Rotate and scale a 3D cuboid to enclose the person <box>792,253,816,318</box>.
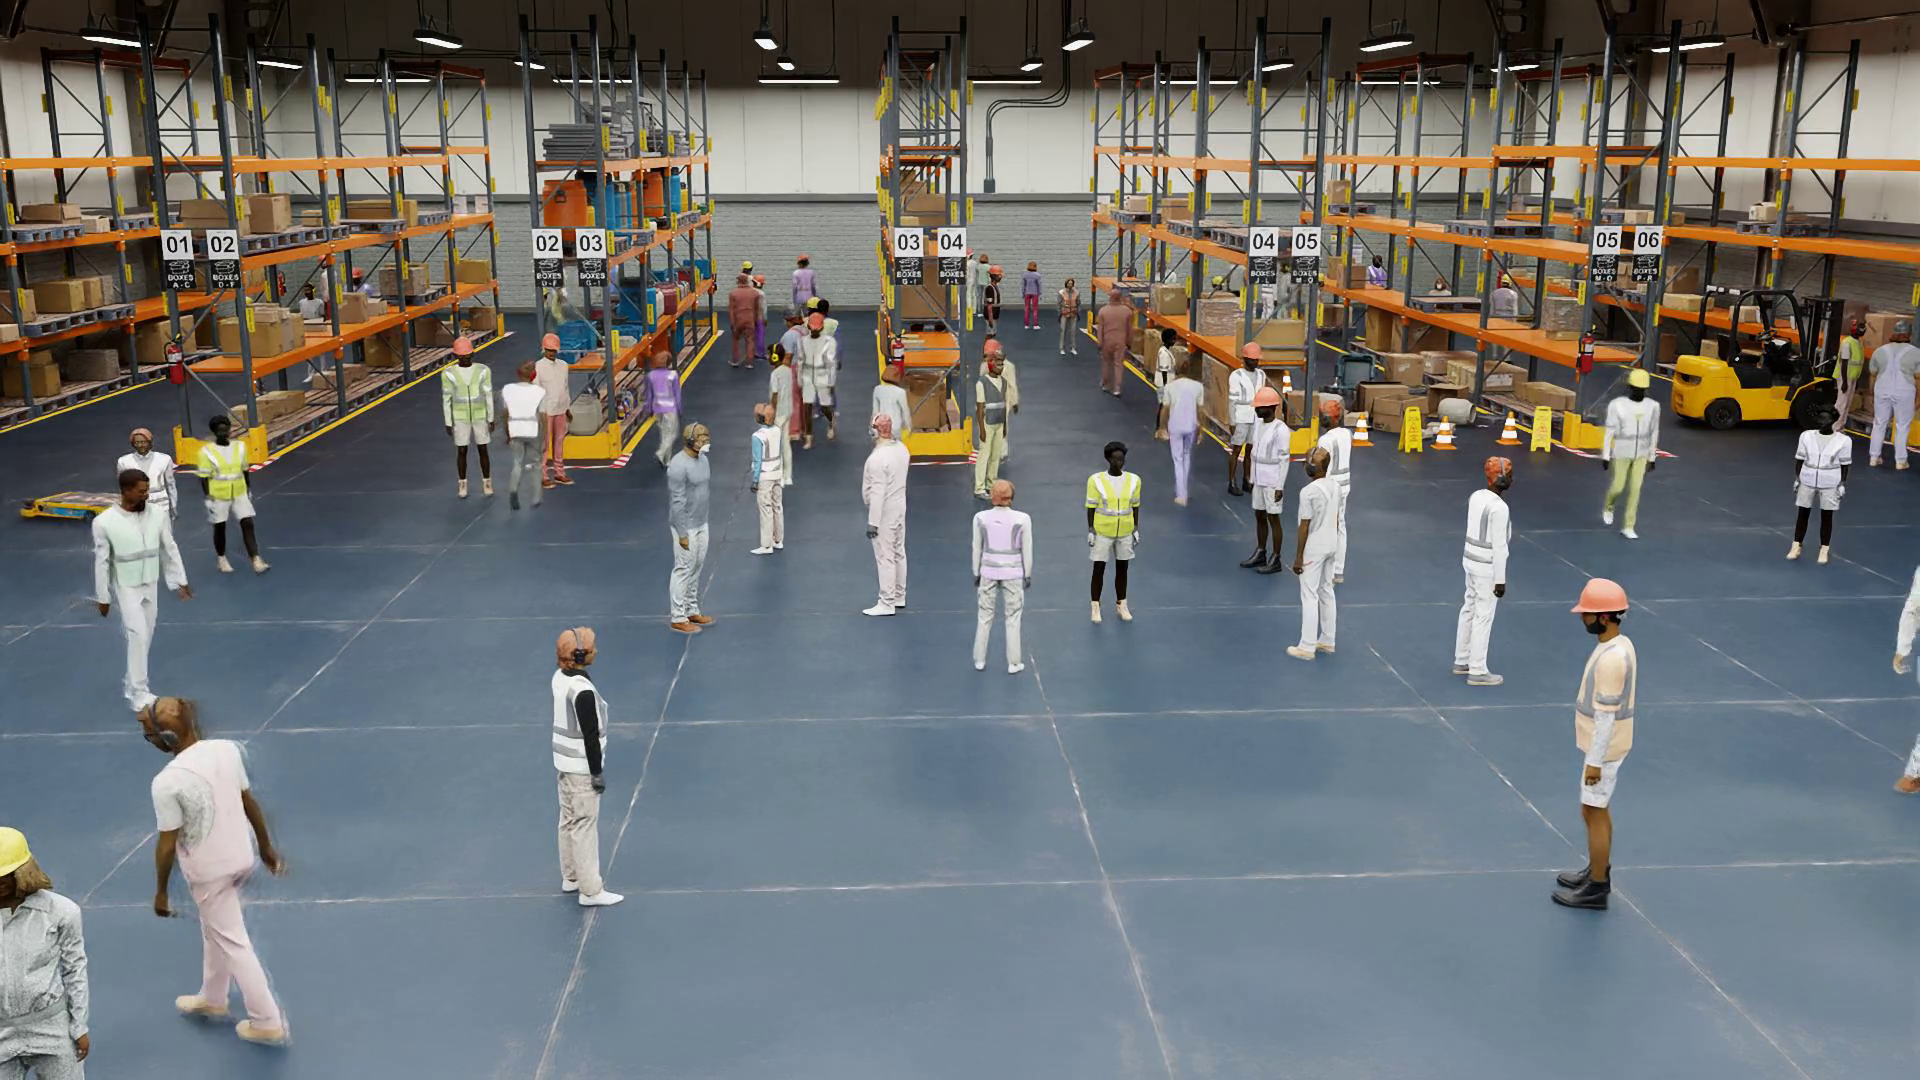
[{"bbox_3d":[-3.489,-5.365,37.058,0.635,2.014,0.429,-10,17,-37],"label":"person"}]

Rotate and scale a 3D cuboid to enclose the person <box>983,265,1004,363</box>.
[{"bbox_3d":[0.679,-4.453,33.149,0.411,2.035,0.607,3,14,12],"label":"person"}]

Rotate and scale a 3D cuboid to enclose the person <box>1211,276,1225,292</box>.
[{"bbox_3d":[5.202,-4.498,33.946,0.362,1.758,0.525,3,14,14],"label":"person"}]

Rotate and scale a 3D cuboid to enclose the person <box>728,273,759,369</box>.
[{"bbox_3d":[-4.342,-4.366,33.121,0.654,1.880,0.802,-6,14,-23],"label":"person"}]

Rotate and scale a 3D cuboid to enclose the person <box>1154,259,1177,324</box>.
[{"bbox_3d":[4.536,-5.388,37.408,0.631,1.899,0.402,7,15,26],"label":"person"}]

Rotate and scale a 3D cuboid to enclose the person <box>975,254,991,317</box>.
[{"bbox_3d":[0.614,-6.580,43.035,0.502,1.629,0.285,10,17,37],"label":"person"}]

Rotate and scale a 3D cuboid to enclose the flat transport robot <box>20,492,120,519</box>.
[{"bbox_3d":[-10.348,-0.401,19.757,1.431,0.197,0.652,4,14,18],"label":"flat transport robot"}]

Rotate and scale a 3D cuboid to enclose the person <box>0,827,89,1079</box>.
[{"bbox_3d":[-3.714,1.959,6.608,0.486,1.744,0.294,-5,14,-20],"label":"person"}]

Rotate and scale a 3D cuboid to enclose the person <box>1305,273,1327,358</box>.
[{"bbox_3d":[7.439,-4.676,34.692,0.360,1.758,0.523,1,13,4],"label":"person"}]

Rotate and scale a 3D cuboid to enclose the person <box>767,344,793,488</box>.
[{"bbox_3d":[-2.335,-1.603,21.456,0.334,1.860,0.530,5,14,20],"label":"person"}]

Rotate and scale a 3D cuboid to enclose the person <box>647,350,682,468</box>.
[{"bbox_3d":[-4.030,-1.761,22.600,0.522,1.620,0.545,6,15,24],"label":"person"}]

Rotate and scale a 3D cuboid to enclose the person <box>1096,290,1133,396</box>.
[{"bbox_3d":[2.734,-3.509,29.537,0.657,1.850,1.021,-1,13,-2],"label":"person"}]

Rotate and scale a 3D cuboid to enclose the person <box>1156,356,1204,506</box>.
[{"bbox_3d":[2.695,-1.361,20.529,0.518,1.808,0.824,-3,14,-13],"label":"person"}]

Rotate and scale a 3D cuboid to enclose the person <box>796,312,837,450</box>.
[{"bbox_3d":[-2.068,-2.339,24.256,0.628,2.014,0.749,3,14,12],"label":"person"}]

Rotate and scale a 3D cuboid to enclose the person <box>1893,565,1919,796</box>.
[{"bbox_3d":[6.712,0.792,11.233,0.730,1.893,0.623,-7,15,-28],"label":"person"}]

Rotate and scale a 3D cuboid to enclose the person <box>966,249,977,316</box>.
[{"bbox_3d":[0.235,-6.677,43.195,0.349,1.743,0.563,7,15,27],"label":"person"}]

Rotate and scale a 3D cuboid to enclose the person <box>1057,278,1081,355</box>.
[{"bbox_3d":[2.303,-4.735,35.213,0.518,1.631,0.316,-3,14,-13],"label":"person"}]

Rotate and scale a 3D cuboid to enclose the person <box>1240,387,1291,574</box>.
[{"bbox_3d":[3.139,-0.614,17.093,0.373,1.933,0.548,-6,14,-23],"label":"person"}]

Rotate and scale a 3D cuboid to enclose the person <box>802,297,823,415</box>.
[{"bbox_3d":[-2.393,-3.010,27.265,0.593,1.924,0.381,11,17,38],"label":"person"}]

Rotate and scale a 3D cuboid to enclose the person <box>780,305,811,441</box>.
[{"bbox_3d":[-2.501,-2.528,24.976,0.536,2.000,0.684,5,14,22],"label":"person"}]

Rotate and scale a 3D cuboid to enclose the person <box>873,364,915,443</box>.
[{"bbox_3d":[-0.859,-1.440,21.271,0.509,1.623,0.364,11,17,38],"label":"person"}]

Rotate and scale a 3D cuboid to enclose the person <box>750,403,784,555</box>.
[{"bbox_3d":[-2.077,-0.662,17.924,0.308,1.645,0.514,6,15,24],"label":"person"}]

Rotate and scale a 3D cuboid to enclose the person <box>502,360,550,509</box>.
[{"bbox_3d":[-5.232,-1.241,20.007,0.603,1.825,0.651,1,13,5],"label":"person"}]

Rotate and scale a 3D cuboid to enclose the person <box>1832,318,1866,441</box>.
[{"bbox_3d":[13.211,-2.378,24.753,0.388,1.847,0.563,12,18,42],"label":"person"}]

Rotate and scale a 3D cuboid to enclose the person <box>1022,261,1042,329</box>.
[{"bbox_3d":[1.737,-5.910,40.177,0.509,1.632,0.269,6,14,23],"label":"person"}]

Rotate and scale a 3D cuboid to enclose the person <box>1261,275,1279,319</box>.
[{"bbox_3d":[7.131,-5.586,38.284,0.358,1.880,0.575,-4,14,-18],"label":"person"}]

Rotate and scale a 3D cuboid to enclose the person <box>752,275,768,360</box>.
[{"bbox_3d":[-4.161,-4.603,34.406,0.561,1.741,0.344,12,18,42],"label":"person"}]

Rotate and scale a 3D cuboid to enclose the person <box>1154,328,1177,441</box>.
[{"bbox_3d":[3.073,-2.333,24.912,0.320,1.686,0.541,2,13,10],"label":"person"}]

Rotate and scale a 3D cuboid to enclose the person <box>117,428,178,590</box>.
[{"bbox_3d":[-7.974,-0.293,16.370,0.518,1.639,0.312,-6,14,-23],"label":"person"}]

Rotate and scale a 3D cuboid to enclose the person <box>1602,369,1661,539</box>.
[{"bbox_3d":[7.547,-0.992,18.739,0.601,1.911,0.586,0,13,1],"label":"person"}]

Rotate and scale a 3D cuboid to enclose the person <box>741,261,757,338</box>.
[{"bbox_3d":[-4.848,-5.507,38.186,0.326,1.767,0.533,-2,13,-10],"label":"person"}]

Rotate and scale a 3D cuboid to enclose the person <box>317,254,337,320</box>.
[{"bbox_3d":[-14.071,-5.370,37.116,0.379,1.994,0.611,0,13,-1],"label":"person"}]
